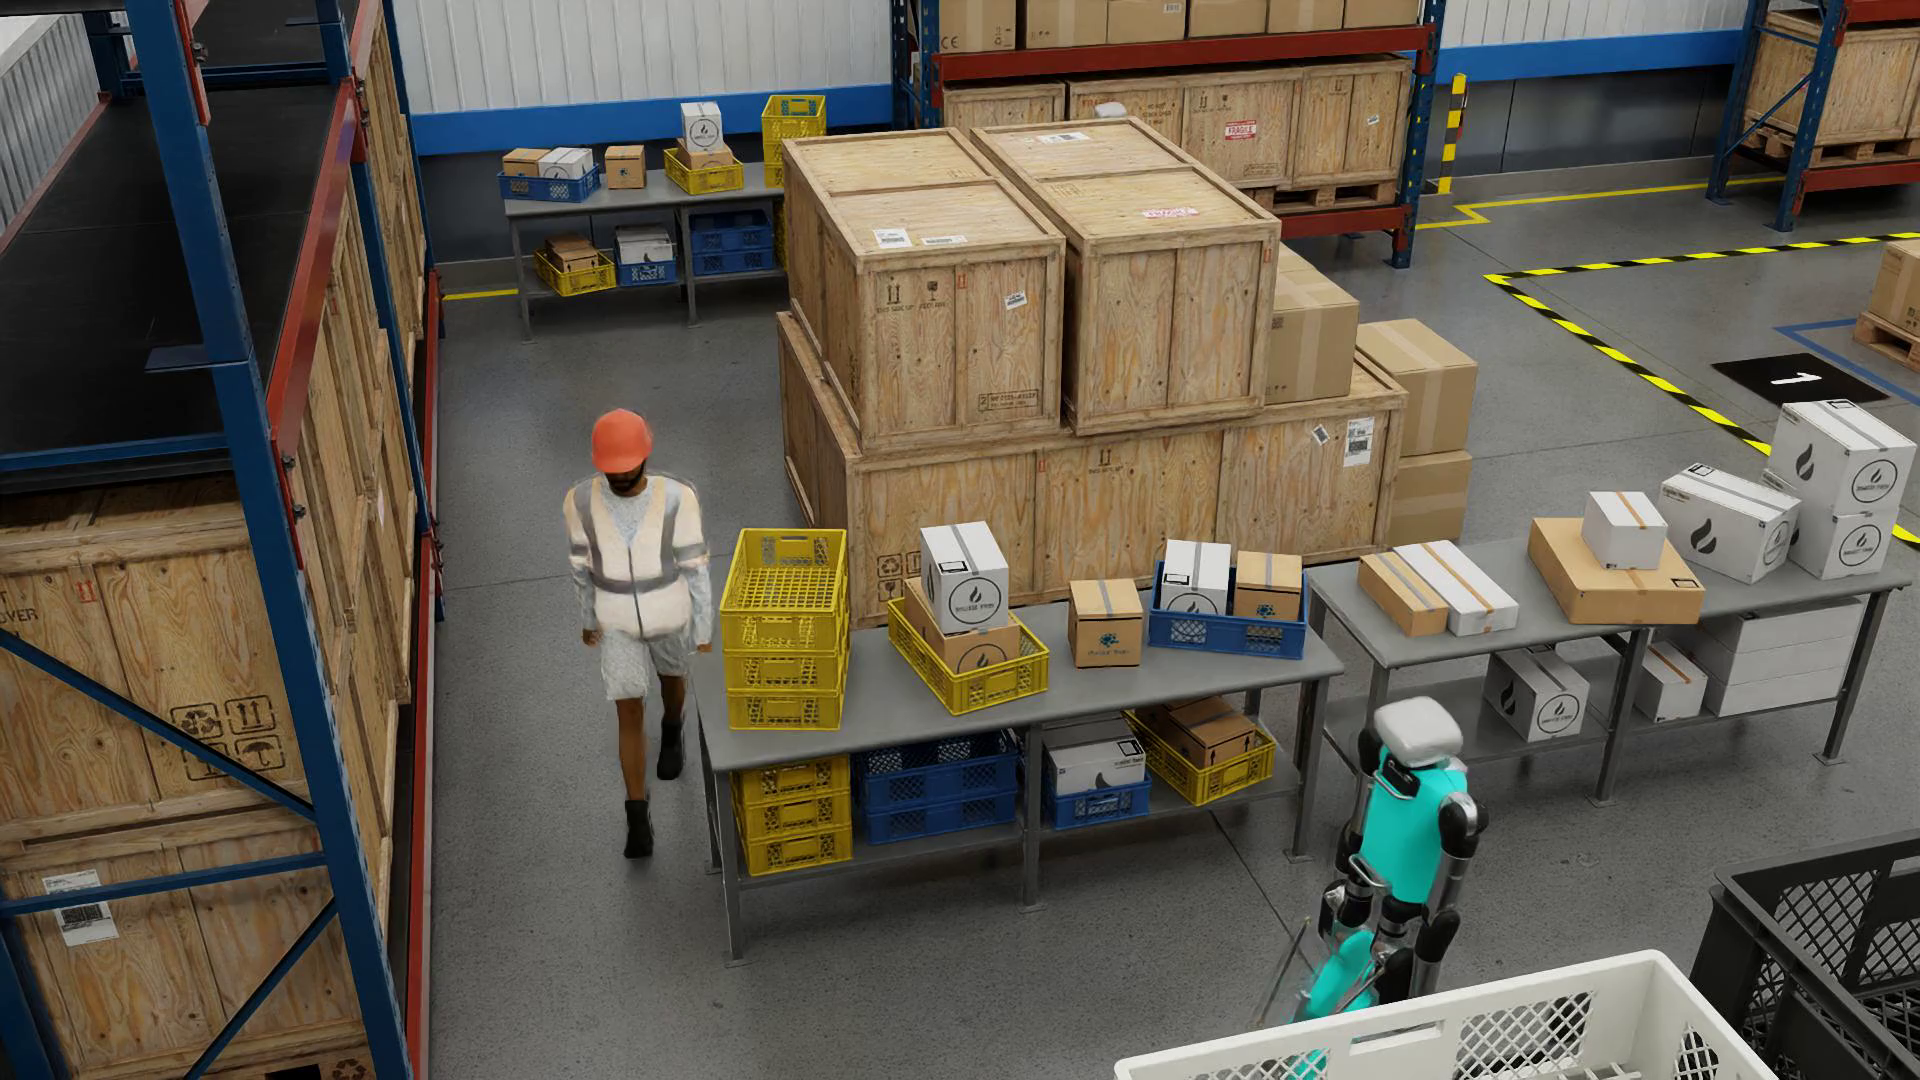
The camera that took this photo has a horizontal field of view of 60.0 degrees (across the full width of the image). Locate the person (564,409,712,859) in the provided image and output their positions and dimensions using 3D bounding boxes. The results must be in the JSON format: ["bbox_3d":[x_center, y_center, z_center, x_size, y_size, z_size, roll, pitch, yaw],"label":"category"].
[{"bbox_3d":[-1.297,0.336,6.829,0.565,1.880,0.978,-2,29,-4],"label":"person"}]

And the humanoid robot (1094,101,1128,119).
[{"bbox_3d":[0.702,-2.070,11.388,0.910,1.796,0.548,-7,30,-12],"label":"humanoid robot"}]

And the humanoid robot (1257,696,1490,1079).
[{"bbox_3d":[1.151,1.379,5.208,0.722,1.900,0.542,-10,31,-18],"label":"humanoid robot"}]

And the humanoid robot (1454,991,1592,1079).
[{"bbox_3d":[1.467,1.826,4.335,0.611,1.656,0.320,11,31,18],"label":"humanoid robot"}]
